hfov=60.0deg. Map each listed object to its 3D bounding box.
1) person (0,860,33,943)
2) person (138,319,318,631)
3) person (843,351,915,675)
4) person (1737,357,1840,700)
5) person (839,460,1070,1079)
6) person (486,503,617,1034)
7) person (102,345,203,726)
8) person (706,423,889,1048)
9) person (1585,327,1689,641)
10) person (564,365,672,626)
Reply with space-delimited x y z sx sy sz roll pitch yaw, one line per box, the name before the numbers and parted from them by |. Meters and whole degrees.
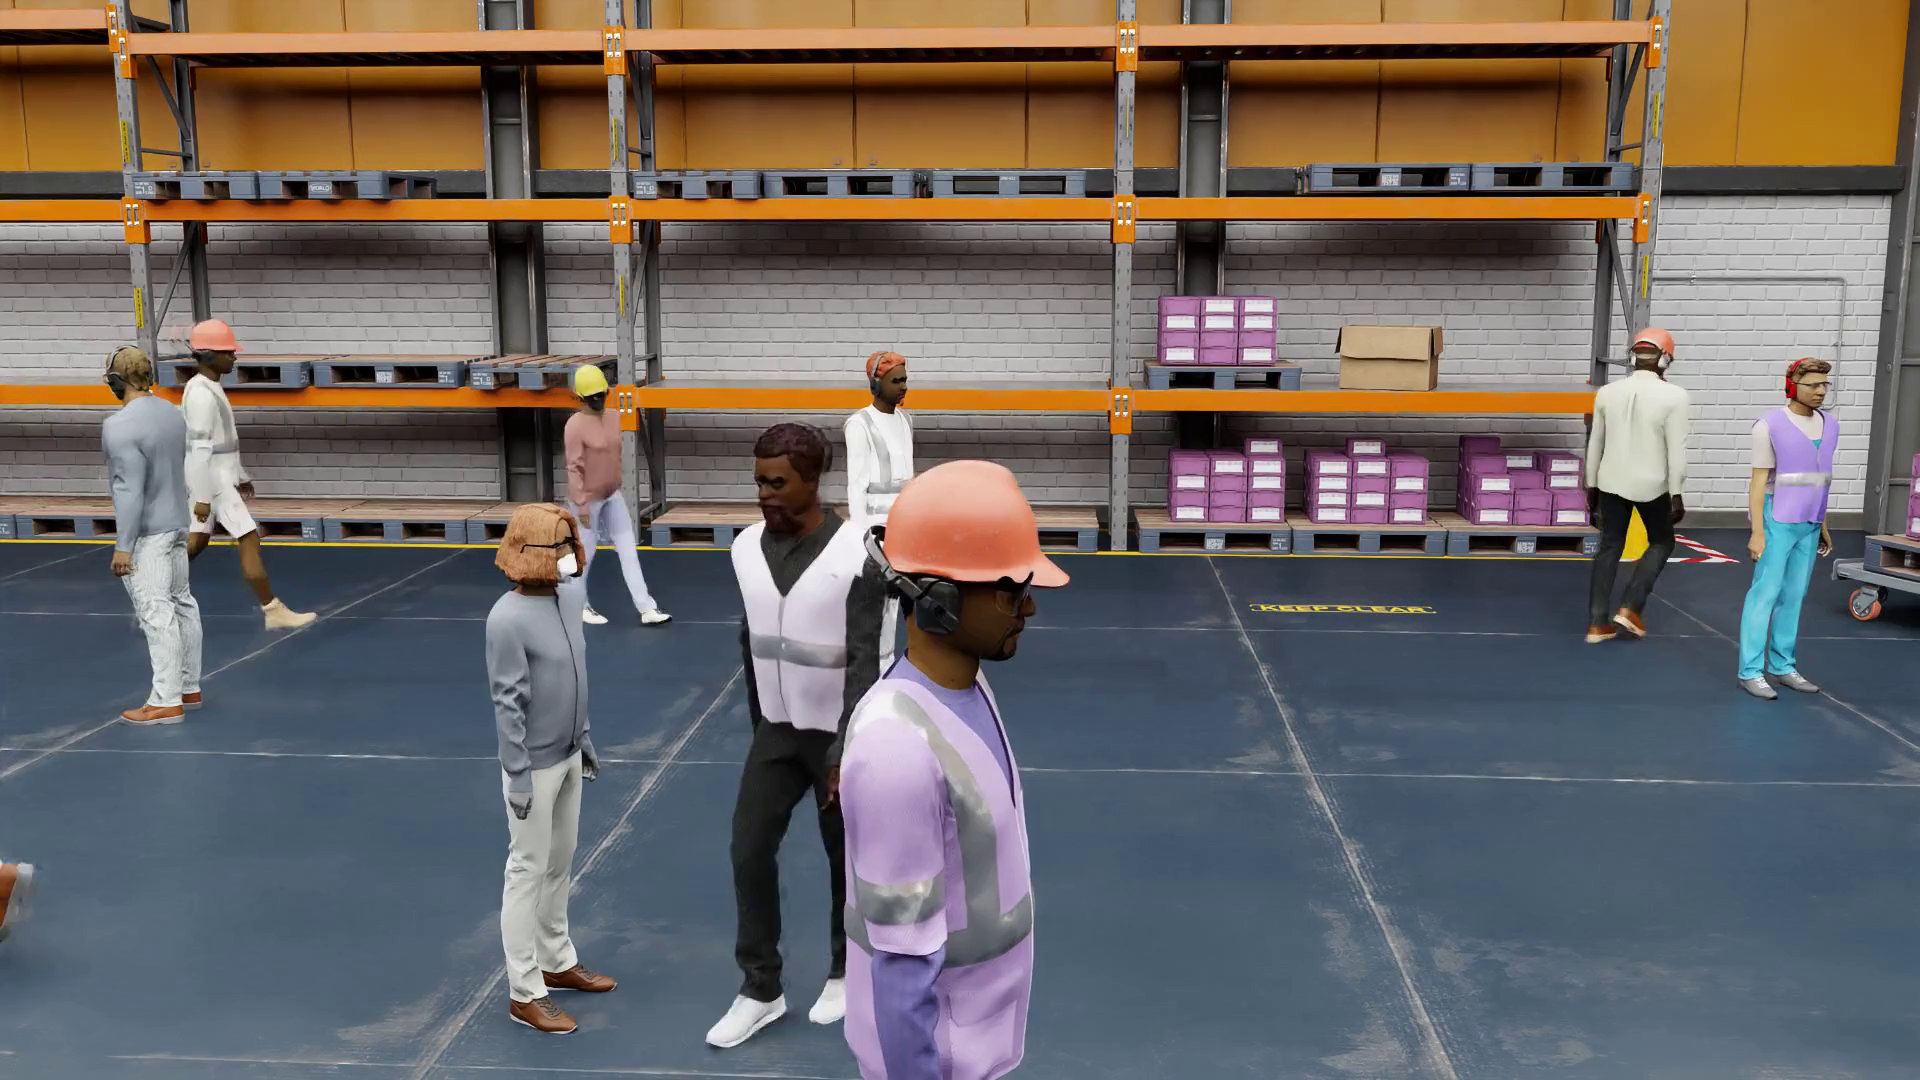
person | -3.604 0.501 5.484 0.817 1.914 0.637 -4 10 -20
person | -4.682 -0.377 10.412 1.040 2.000 0.631 -5 11 -25
person | -0.409 -0.058 8.850 0.337 1.877 0.585 5 11 26
person | 4.484 -0.071 9.023 0.571 1.843 0.373 -4 11 -24
person | -0.005 0.874 2.917 0.378 2.040 0.614 1 10 8
person | -1.279 0.692 5.183 0.280 1.633 0.500 2 10 12
person | -4.130 -0.022 8.477 0.376 1.937 0.629 0 10 0
person | -0.496 0.598 5.002 0.590 1.888 0.753 5 11 29
person | 4.155 -0.325 10.234 0.543 1.939 0.675 -9 13 -41
person | -2.231 -0.256 10.508 0.850 1.698 0.567 5 11 29
